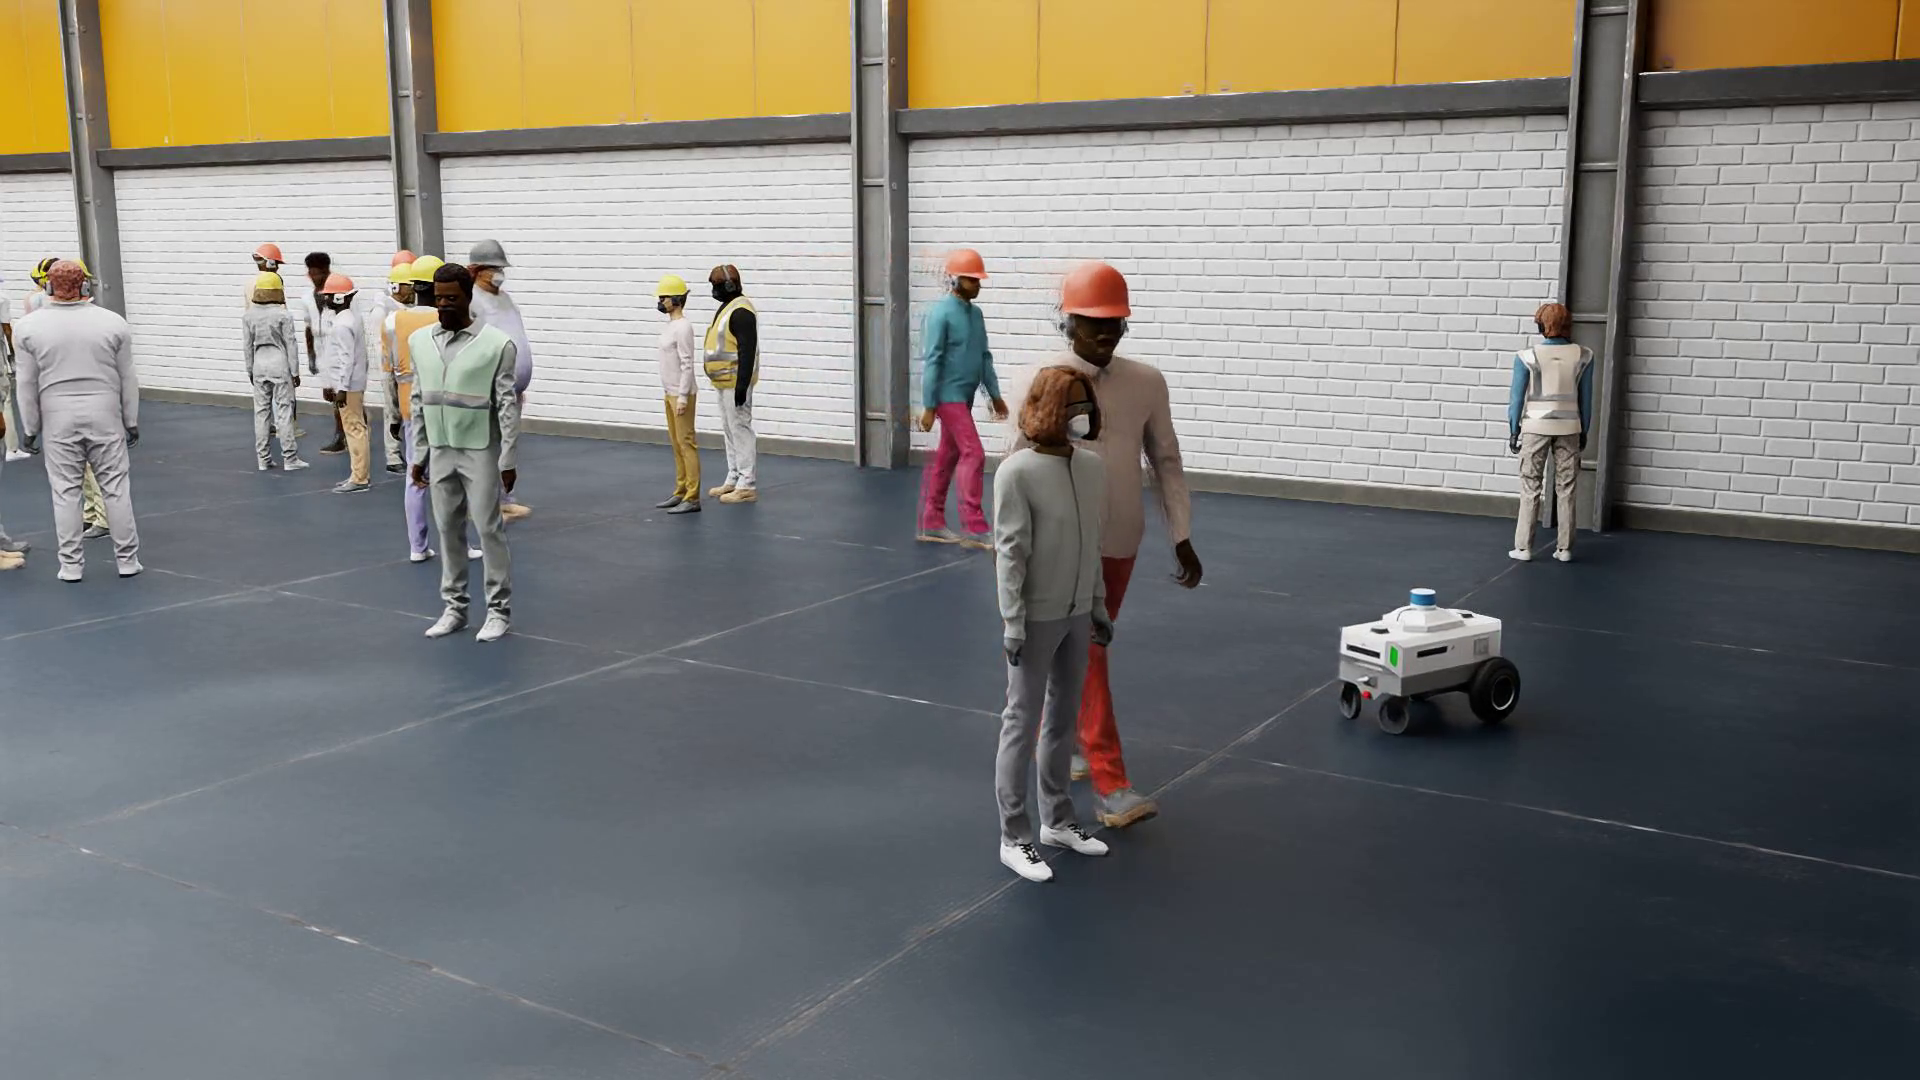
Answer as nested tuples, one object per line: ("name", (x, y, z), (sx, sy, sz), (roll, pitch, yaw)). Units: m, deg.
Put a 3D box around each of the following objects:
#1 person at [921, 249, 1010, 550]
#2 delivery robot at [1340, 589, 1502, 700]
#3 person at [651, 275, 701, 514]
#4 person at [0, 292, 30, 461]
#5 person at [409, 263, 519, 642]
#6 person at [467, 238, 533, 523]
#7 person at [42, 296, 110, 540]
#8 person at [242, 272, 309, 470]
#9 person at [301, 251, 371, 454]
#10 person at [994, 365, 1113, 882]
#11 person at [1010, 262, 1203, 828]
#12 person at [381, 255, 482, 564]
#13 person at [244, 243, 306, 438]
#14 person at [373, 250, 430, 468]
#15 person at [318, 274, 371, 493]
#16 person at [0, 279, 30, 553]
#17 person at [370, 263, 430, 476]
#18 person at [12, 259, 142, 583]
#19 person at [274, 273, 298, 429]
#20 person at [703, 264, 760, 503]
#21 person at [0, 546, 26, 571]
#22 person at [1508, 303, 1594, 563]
("person", (0.085, -0.917, 10.953), (0.838, 1.958, 0.611), (4, 11, 21))
("delivery robot", (1.938, 0.450, 6.996), (0.707, 0.478, 0.477), (-7, 12, -33))
("person", (-2.115, -1.081, 12.381), (0.312, 1.768, 0.530), (-4, 11, -23))
("person", (-8.897, -1.642, 15.223), (0.517, 1.864, 0.335), (-1, 10, -8))
("person", (-2.508, -0.441, 8.451), (0.588, 1.911, 0.396), (3, 11, 15))
("person", (-3.330, -1.139, 11.939), (0.536, 2.000, 0.686), (4, 11, 20))
("person", (-5.990, -0.883, 11.320), (0.329, 1.751, 0.563), (-9, 13, -40))
("person", (-6.055, -1.486, 14.691), (0.492, 1.742, 0.317), (2, 10, 9))
("person", (-5.935, -1.809, 15.961), (0.635, 1.928, 0.764), (3, 11, 18))
("person", (0.307, 0.255, 5.342), (0.279, 1.634, 0.498), (9, 14, 42))
("person", (0.500, 0.000, 5.917), (0.623, 1.941, 1.017), (-5, 11, -24))
("person", (-3.301, -0.808, 10.422), (0.592, 1.925, 0.385), (1, 10, 8))
("person", (-7.070, -2.042, 17.096), (0.608, 1.987, 0.389), (7, 12, 33))
("person", (-4.891, -1.590, 14.747), (0.369, 1.931, 0.542), (7, 12, 35))
("person", (-4.955, -1.261, 13.410), (0.327, 1.753, 0.563), (-2, 10, -12))
("person", (-6.284, -0.859, 10.670), (0.608, 1.940, 0.415), (9, 13, 40))
("person", (-4.802, -1.472, 14.393), (0.403, 1.825, 0.594), (5, 11, 25))
("person", (-5.220, -0.701, 9.882), (0.637, 1.911, 0.403), (-6, 12, -28))
("person", (-7.199, -1.984, 17.573), (0.317, 1.697, 0.540), (-5, 11, -24))
("person", (-1.774, -1.209, 12.903), (0.429, 1.835, 0.633), (-4, 11, -21))
("person", (-5.983, -0.712, 10.162), (0.359, 1.835, 0.515), (-7, 12, -34))
("person", (3.696, -0.661, 10.435), (0.514, 1.634, 0.313), (0, 10, 3))
